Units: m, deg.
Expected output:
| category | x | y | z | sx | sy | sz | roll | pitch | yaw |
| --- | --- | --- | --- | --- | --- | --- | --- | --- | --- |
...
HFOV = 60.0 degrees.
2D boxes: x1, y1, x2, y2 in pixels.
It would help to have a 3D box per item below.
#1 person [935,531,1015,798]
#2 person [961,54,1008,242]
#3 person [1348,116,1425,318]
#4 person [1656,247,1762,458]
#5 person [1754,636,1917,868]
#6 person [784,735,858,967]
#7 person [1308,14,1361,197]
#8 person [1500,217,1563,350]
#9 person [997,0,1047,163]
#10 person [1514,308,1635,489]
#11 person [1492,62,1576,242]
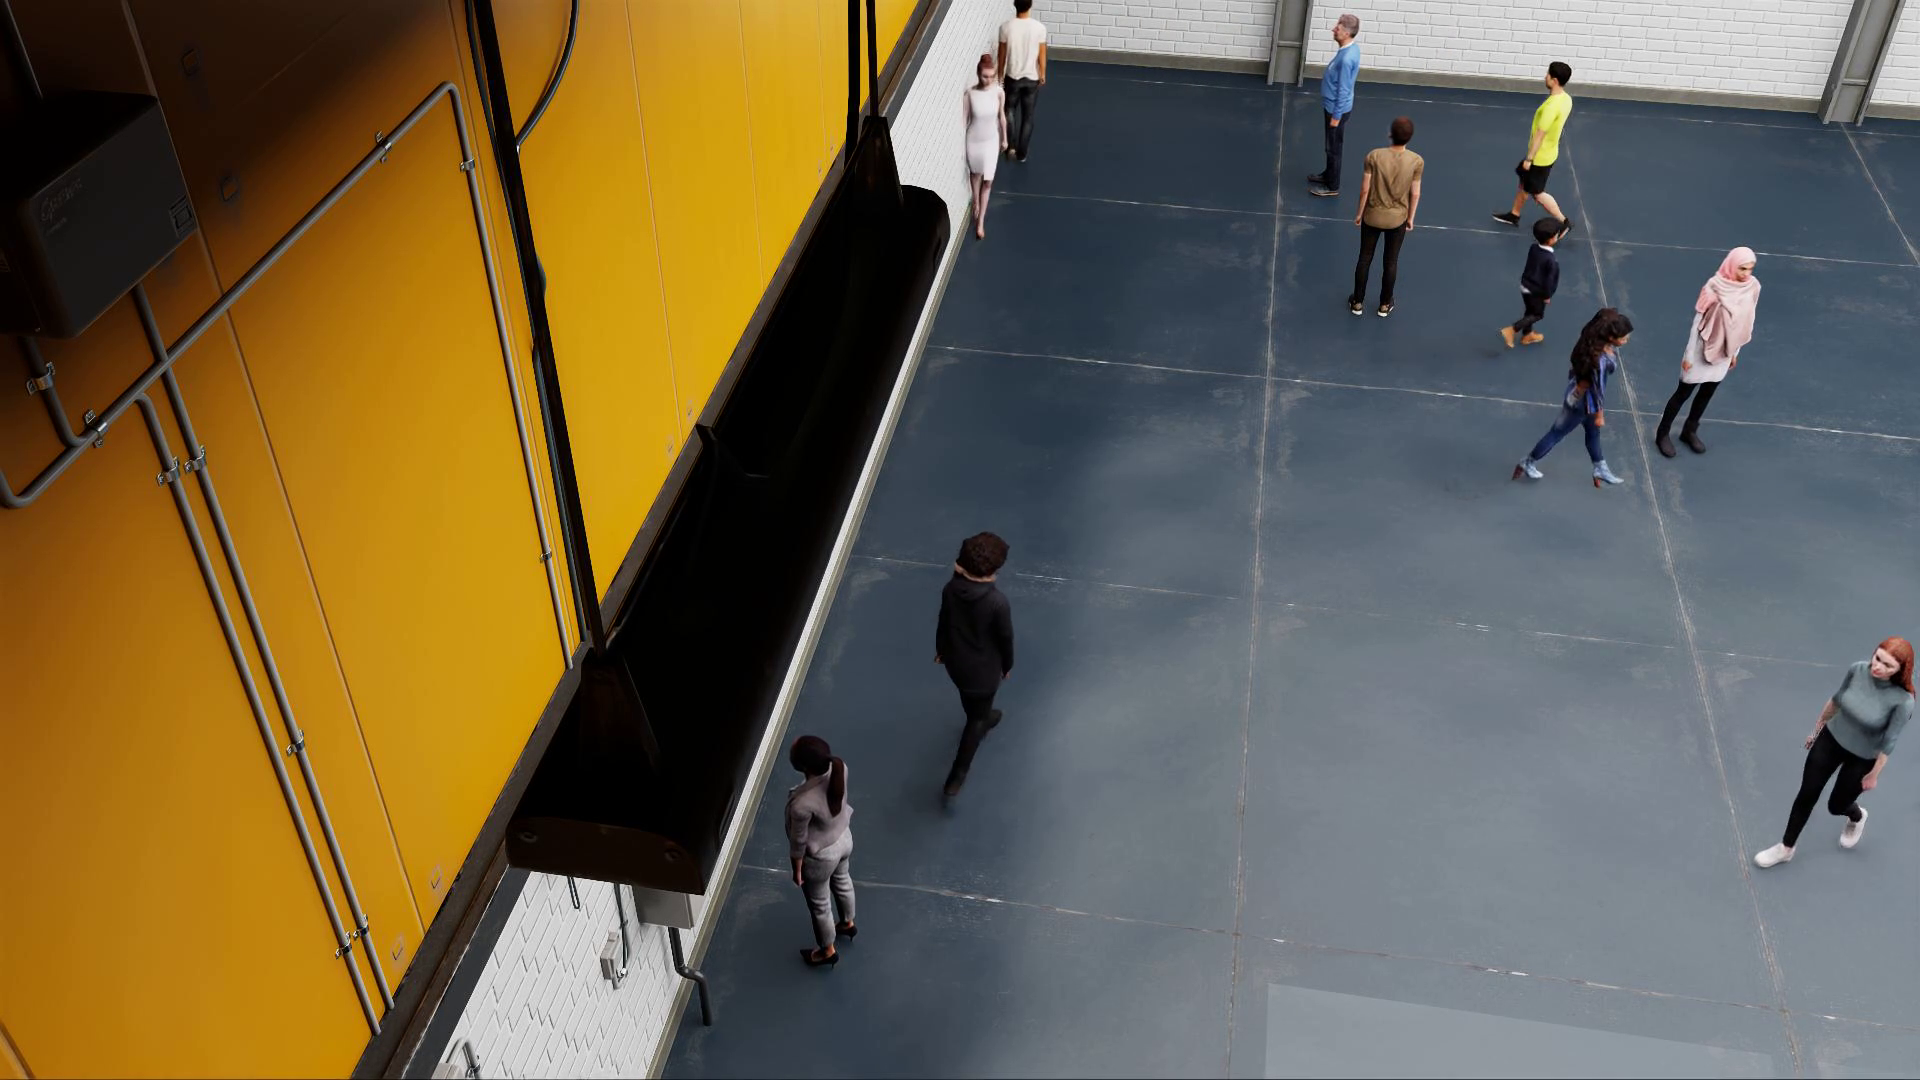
| category | x | y | z | sx | sy | sz | roll | pitch | yaw |
| --- | --- | --- | --- | --- | --- | --- | --- | --- | --- |
| person | 0.049 | 0.790 | 10.055 | 1.165 | 1.737 | 0.971 | 17 | 42 | 20 |
| person | 0.222 | -3.776 | 15.752 | 0.905 | 1.764 | 0.792 | 1 | 39 | 1 |
| person | 3.700 | -2.815 | 14.480 | 0.508 | 1.850 | 0.730 | 9 | 39 | 11 |
| person | 5.770 | -1.449 | 12.809 | 0.633 | 1.800 | 0.757 | -7 | 39 | -9 |
| person | 5.123 | 1.216 | 9.529 | 1.043 | 1.729 | 0.908 | -15 | 41 | -18 |
| person | -0.733 | 1.678 | 8.993 | 0.700 | 1.675 | 0.692 | 22 | 44 | 25 |
| person | 3.717 | -4.285 | 16.347 | 0.539 | 1.816 | 0.652 | 6 | 39 | 8 |
| person | 4.881 | -2.171 | 14.179 | 0.790 | 1.218 | 0.665 | -9 | 40 | -12 |
| person | 0.624 | -4.640 | 16.812 | 0.682 | 1.790 | 0.740 | 3 | 39 | 3 |
| person | 4.572 | -1.035 | 12.466 | 1.060 | 1.580 | 0.743 | 10 | 40 | 12 |
| person | 5.546 | -3.618 | 15.619 | 1.115 | 1.683 | 0.858 | 20 | 43 | 23 |
